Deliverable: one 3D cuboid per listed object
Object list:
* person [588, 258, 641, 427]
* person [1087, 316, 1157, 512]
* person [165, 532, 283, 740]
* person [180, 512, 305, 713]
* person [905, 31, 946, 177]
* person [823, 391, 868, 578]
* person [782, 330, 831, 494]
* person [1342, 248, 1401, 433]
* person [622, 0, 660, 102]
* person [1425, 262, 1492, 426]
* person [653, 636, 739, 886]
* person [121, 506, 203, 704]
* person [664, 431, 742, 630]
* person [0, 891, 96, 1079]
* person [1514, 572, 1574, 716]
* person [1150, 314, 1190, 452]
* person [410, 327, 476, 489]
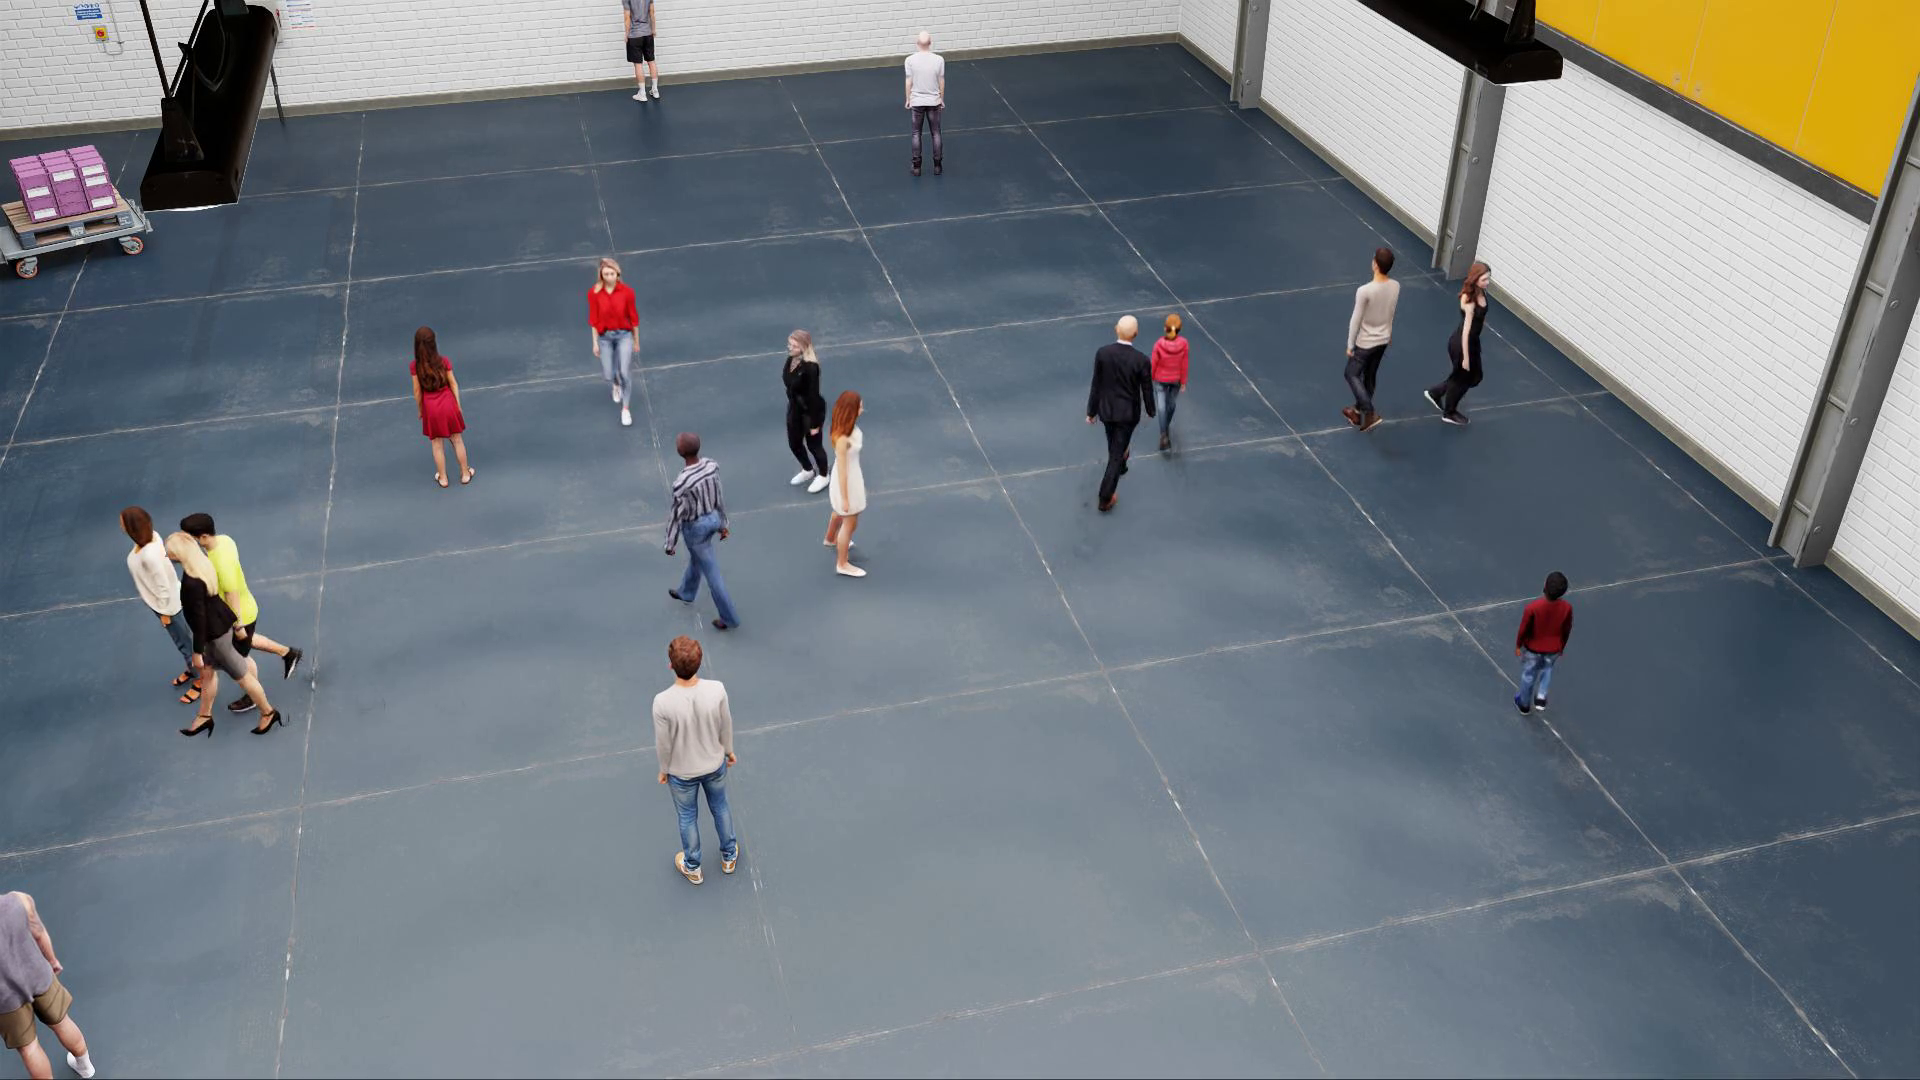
[{"bbox_3d":[-3.289,-1.940,15.895,0.663,1.698,0.771,-5,34,-7],"label":"person"},{"bbox_3d":[1.364,-1.066,14.528,1.151,1.756,1.257,14,36,21],"label":"person"},{"bbox_3d":[-5.186,0.685,11.836,0.732,1.818,0.886,-12,35,-17],"label":"person"},{"bbox_3d":[-5.266,0.480,12.265,0.821,1.685,0.867,-18,37,-24],"label":"person"},{"bbox_3d":[-0.452,-5.580,21.251,0.687,1.831,0.602,-4,34,-7],"label":"person"},{"bbox_3d":[-0.947,-0.486,13.710,0.882,1.695,0.748,4,34,5],"label":"person"},{"bbox_3d":[-1.315,-1.146,14.741,0.821,1.652,0.734,-19,38,-26],"label":"person"},{"bbox_3d":[3.888,-1.821,15.575,0.727,1.853,0.930,-13,36,-19],"label":"person"},{"bbox_3d":[-4.543,-7.203,23.655,0.733,1.871,0.703,-25,41,-32],"label":"person"},{"bbox_3d":[4.696,-1.870,15.763,0.894,1.727,0.834,16,37,23],"label":"person"},{"bbox_3d":[-1.686,1.419,10.655,0.699,1.904,0.613,-13,36,-19],"label":"person"},{"bbox_3d":[-5.869,0.445,12.322,0.729,1.680,0.578,-19,38,-26],"label":"person"},{"bbox_3d":[-1.935,-0.016,12.939,1.127,1.765,1.063,18,38,25],"label":"person"},{"bbox_3d":[-5.234,2.462,9.236,0.793,1.846,0.707,15,37,21],"label":"person"},{"bbox_3d":[4.286,0.795,12.183,0.560,1.251,0.560,1,34,1],"label":"person"},{"bbox_3d":[1.954,-1.449,15.523,0.633,1.291,0.941,-3,34,-5],"label":"person"},{"bbox_3d":[-4.670,-1.195,14.904,0.537,1.553,0.589,-9,35,-13],"label":"person"}]
